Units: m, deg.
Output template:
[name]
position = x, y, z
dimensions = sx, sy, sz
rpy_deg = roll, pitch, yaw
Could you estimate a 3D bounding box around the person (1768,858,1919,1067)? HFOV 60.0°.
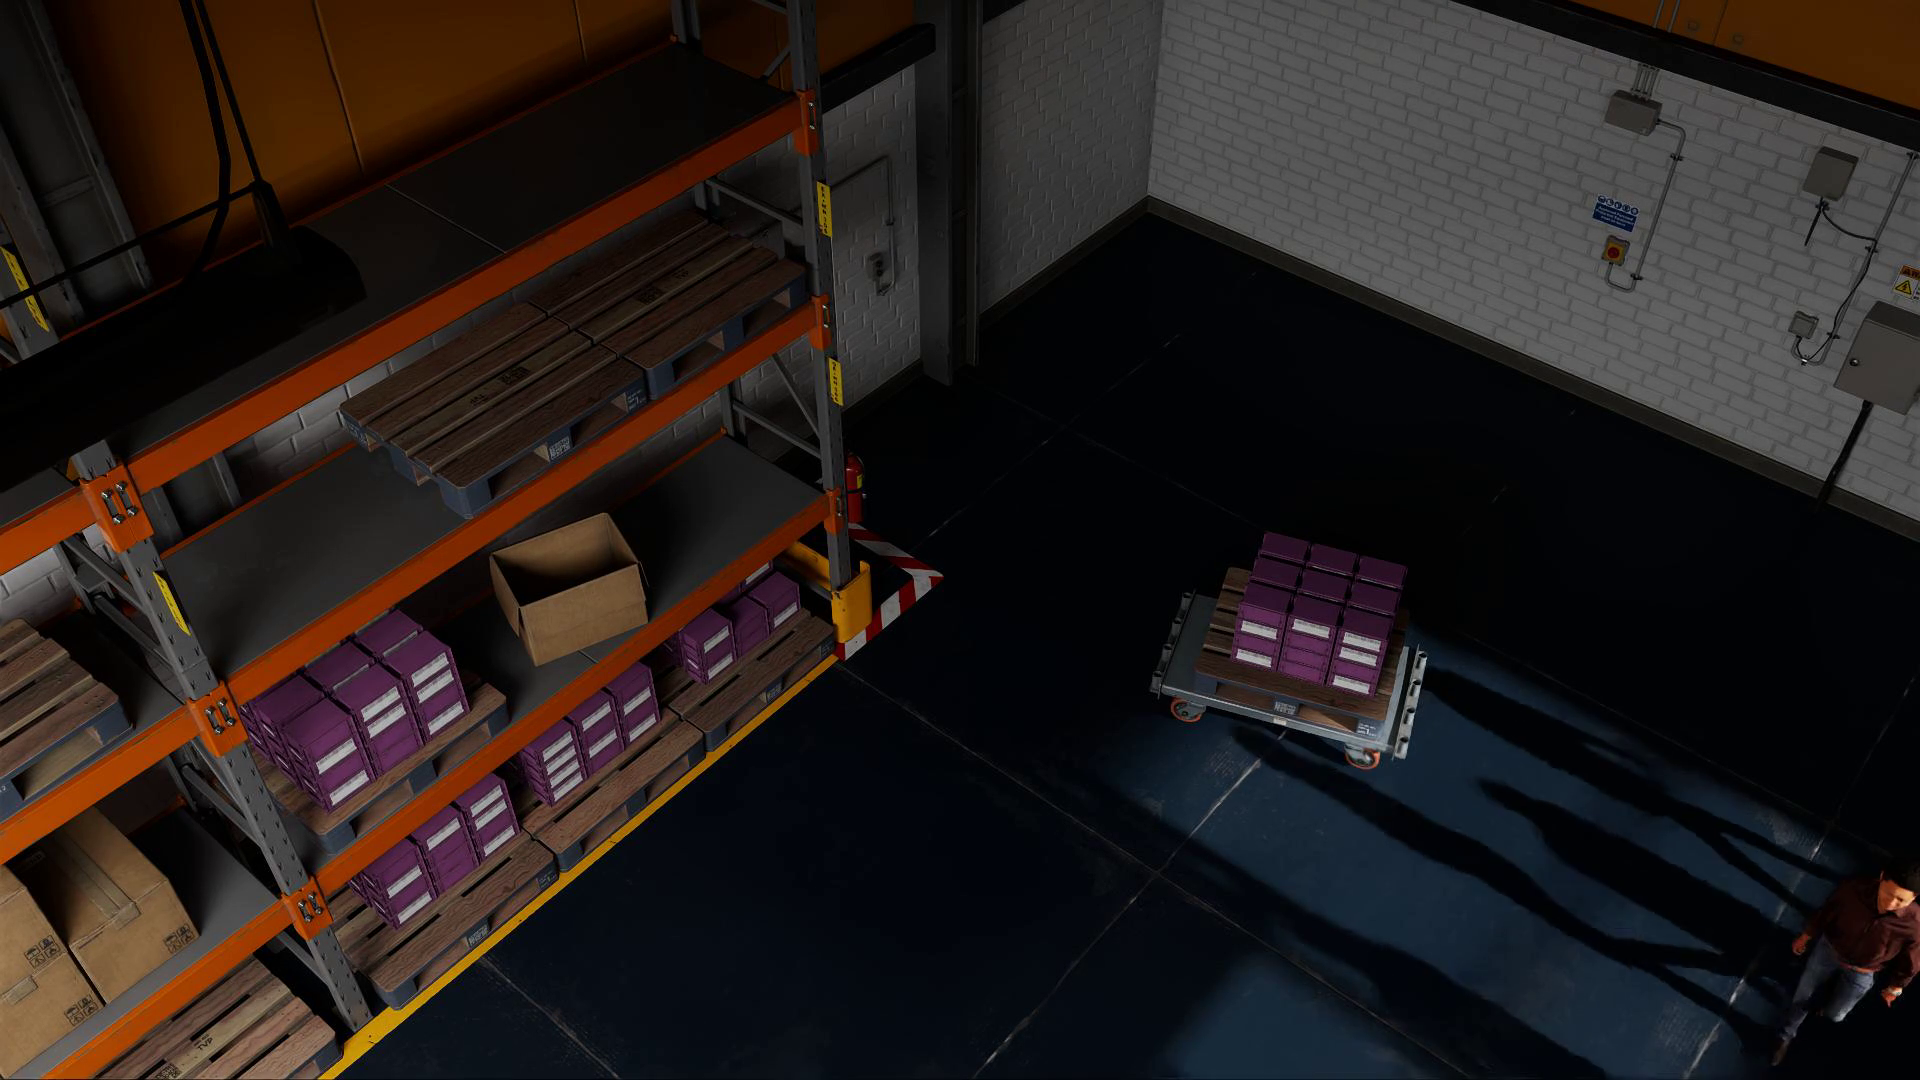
[person]
position = 4.675, 2.130, 8.682
dimensions = 0.881, 1.756, 0.731
rpy_deg = -32, 52, -29
